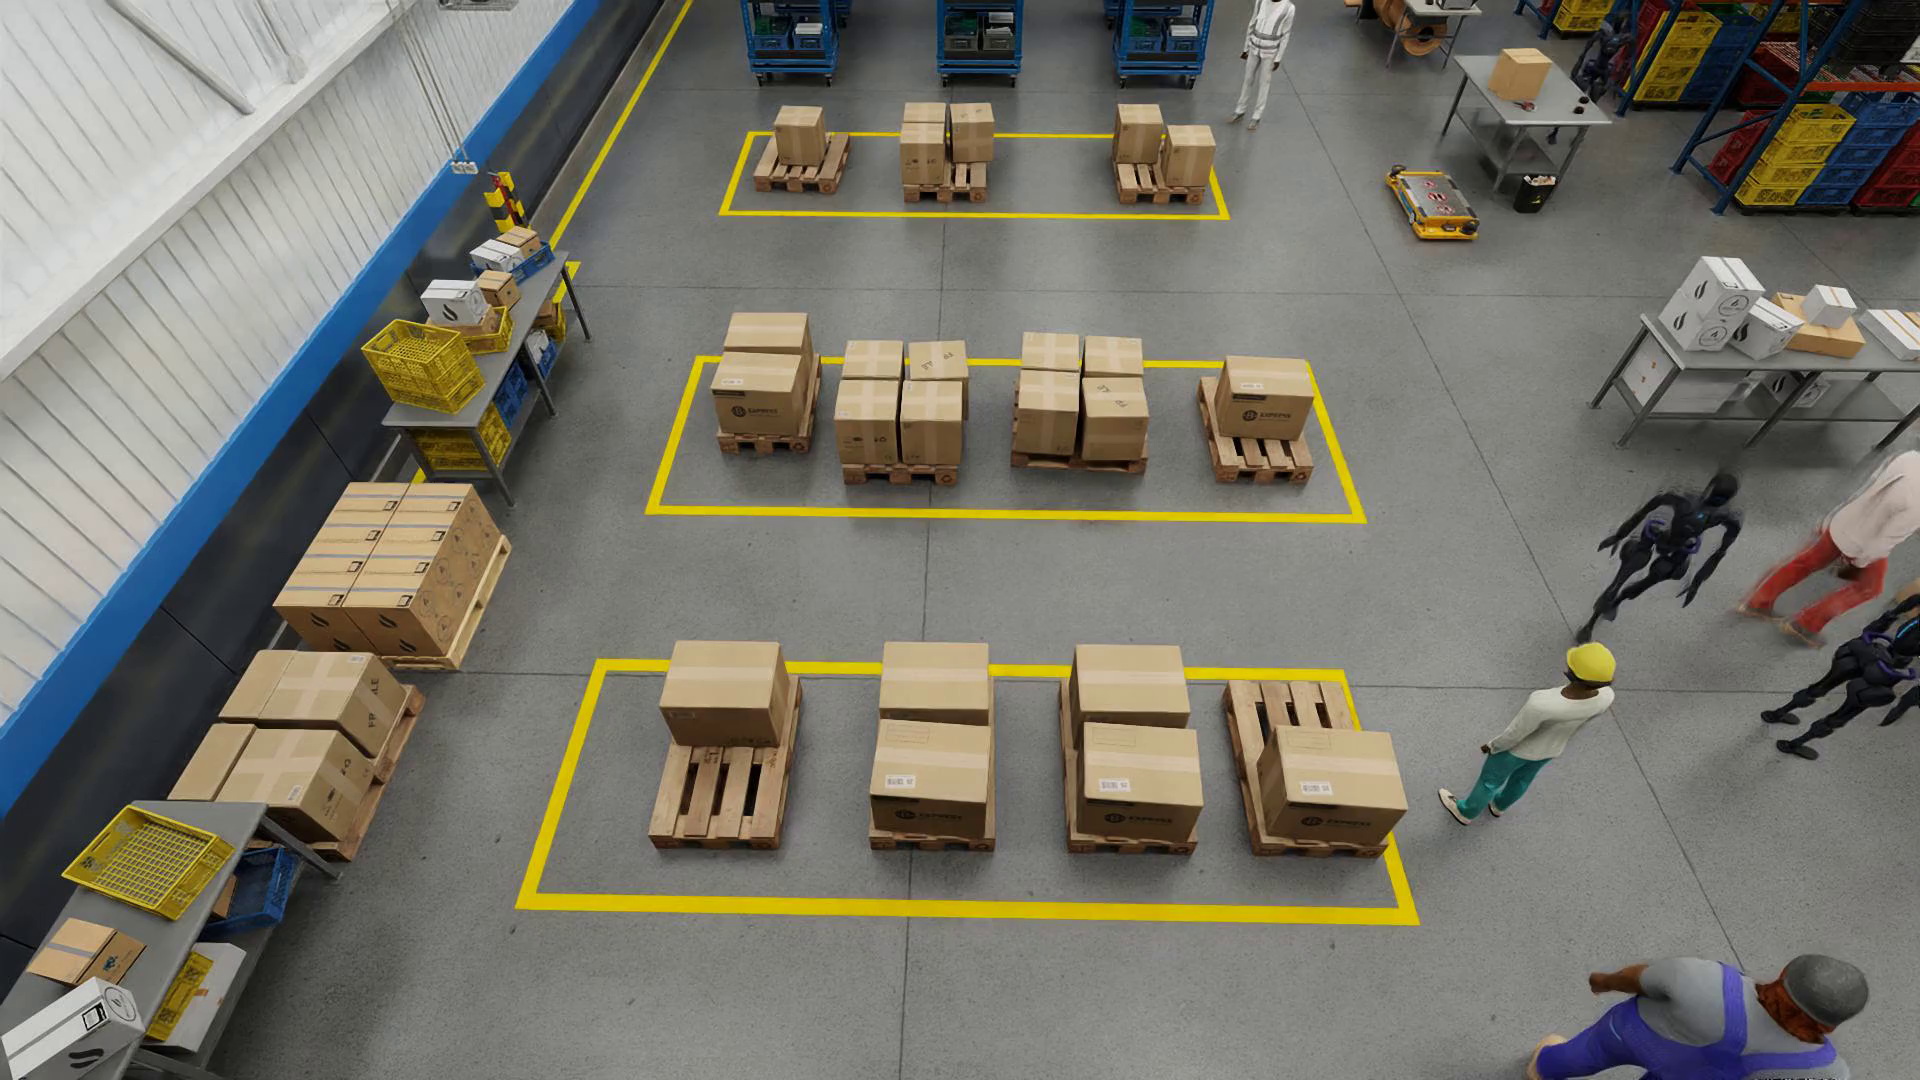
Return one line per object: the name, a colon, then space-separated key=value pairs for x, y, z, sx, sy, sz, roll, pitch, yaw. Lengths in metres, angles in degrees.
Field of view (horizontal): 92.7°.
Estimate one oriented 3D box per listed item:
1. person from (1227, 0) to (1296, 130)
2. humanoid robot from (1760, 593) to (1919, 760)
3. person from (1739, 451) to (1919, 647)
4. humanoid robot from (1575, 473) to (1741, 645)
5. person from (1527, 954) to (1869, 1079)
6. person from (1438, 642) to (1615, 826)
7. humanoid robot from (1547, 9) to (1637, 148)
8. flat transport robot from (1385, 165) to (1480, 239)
person: x=3.957 y=-6.377 z=11.986 sx=0.572 sy=1.882 sz=0.357 roll=36 pitch=58 yaw=27
humanoid robot: x=5.886 y=0.834 z=5.875 sx=0.323 sy=1.651 sz=0.595 roll=6 pitch=49 yaw=5
person: x=6.416 y=0.006 z=6.403 sx=0.703 sy=1.961 sz=0.607 roll=12 pitch=50 yaw=11
humanoid robot: x=4.944 y=0.138 z=6.506 sx=0.616 sy=1.627 sz=0.760 roll=27 pitch=54 yaw=22
person: x=3.427 y=2.342 z=4.336 sx=0.536 sy=2.000 sz=0.739 roll=-37 pitch=58 yaw=-28
person: x=3.416 y=1.188 z=5.515 sx=0.532 sy=1.765 sz=0.327 roll=-8 pitch=50 yaw=-7
humanoid robot: x=8.089 y=-5.859 z=11.673 sx=0.616 sy=1.637 sz=0.324 roll=25 pitch=53 yaw=20
flat transport robot: x=5.692 y=-4.094 z=11.059 sx=0.652 sy=0.197 sz=1.431 roll=1 pitch=49 yaw=1
